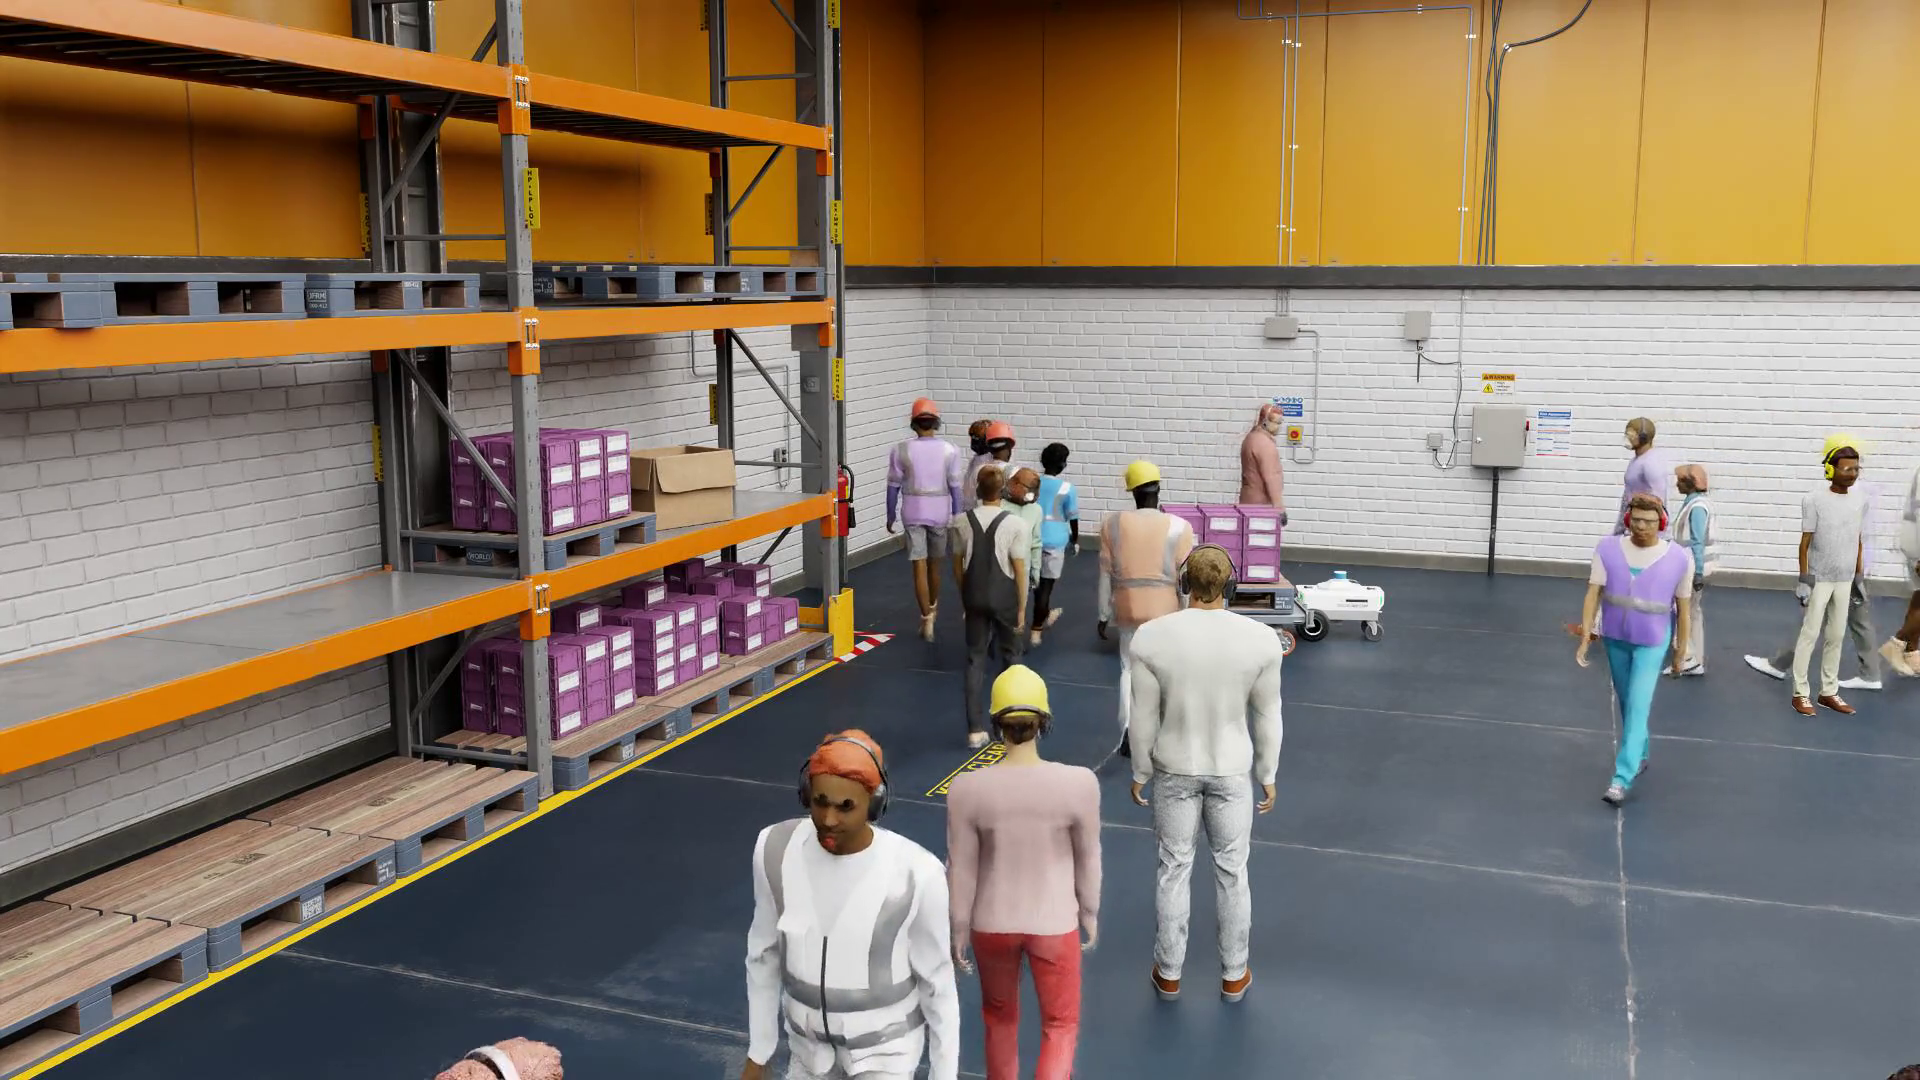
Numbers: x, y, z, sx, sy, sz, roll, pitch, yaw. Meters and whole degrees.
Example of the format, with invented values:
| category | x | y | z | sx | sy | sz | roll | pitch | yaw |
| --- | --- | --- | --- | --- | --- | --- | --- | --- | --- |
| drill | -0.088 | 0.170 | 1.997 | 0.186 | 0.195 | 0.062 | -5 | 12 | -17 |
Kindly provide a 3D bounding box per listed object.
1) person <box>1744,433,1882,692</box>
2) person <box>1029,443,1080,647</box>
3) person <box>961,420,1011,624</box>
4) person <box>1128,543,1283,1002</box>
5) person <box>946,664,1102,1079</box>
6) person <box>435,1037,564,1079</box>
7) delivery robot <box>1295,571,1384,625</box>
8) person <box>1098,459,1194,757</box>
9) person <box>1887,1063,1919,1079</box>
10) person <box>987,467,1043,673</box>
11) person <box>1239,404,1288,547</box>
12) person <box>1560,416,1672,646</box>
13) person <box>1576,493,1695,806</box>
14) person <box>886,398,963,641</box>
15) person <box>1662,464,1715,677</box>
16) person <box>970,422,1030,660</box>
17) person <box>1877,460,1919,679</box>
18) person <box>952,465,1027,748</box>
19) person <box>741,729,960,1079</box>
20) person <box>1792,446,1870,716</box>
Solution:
| category | x | y | z | sx | sy | sz | roll | pitch | yaw |
| --- | --- | --- | --- | --- | --- | --- | --- | --- | --- |
| person | 6.368 | 0.153 | 12.237 | 0.959 | 1.875 | 0.618 | 7 | 12 | 39 |
| person | 0.752 | 0.023 | 13.779 | 0.551 | 1.656 | 0.834 | 5 | 10 | 30 |
| person | 0.200 | -0.122 | 14.202 | 0.482 | 1.815 | 0.621 | -4 | 10 | -23 |
| person | 1.017 | 0.970 | 6.940 | 0.635 | 1.938 | 0.361 | 1 | 9 | 6 |
| person | 0.207 | 1.289 | 5.529 | 0.524 | 1.744 | 0.715 | 1 | 9 | 7 |
| person | -0.768 | 1.708 | 2.598 | 0.661 | 1.869 | 0.959 | 8 | 12 | 41 |
| delivery robot | 3.174 | 0.504 | 13.911 | 0.707 | 0.478 | 0.477 | 1 | 9 | 6 |
| person | 1.157 | 0.452 | 10.325 | 0.632 | 1.897 | 0.517 | 2 | 9 | 14 |
| person | 1.491 | 1.702 | 2.605 | 0.513 | 1.854 | 0.428 | -2 | 9 | -14 |
| person | 0.357 | 0.241 | 12.519 | 0.566 | 1.610 | 0.454 | -6 | 11 | -32 |
| person | 2.852 | -0.319 | 15.276 | 0.733 | 1.863 | 0.700 | 0 | 9 | 0 |
| person | 5.463 | -0.059 | 13.570 | 0.992 | 1.885 | 0.658 | 2 | 9 | 15 |
| person | 3.961 | 0.604 | 9.742 | 0.560 | 1.784 | 1.008 | 8 | 12 | 40 |
| person | -0.314 | -0.198 | 14.059 | 0.611 | 1.999 | 0.913 | -2 | 9 | -13 |
| person | 5.466 | 0.231 | 12.556 | 0.440 | 1.618 | 0.531 | 3 | 10 | 18 |
| person | 0.284 | 0.034 | 12.990 | 0.589 | 1.893 | 0.604 | 9 | 12 | 43 |
| person | 7.255 | 0.063 | 12.410 | 0.463 | 2.016 | 0.621 | 4 | 10 | 25 |
| person | 0.185 | 0.426 | 10.744 | 0.519 | 1.817 | 0.624 | 2 | 9 | 15 |
| person | -0.258 | 1.383 | 4.598 | 0.600 | 1.861 | 0.607 | 4 | 10 | 23 |
| person | 6.024 | 0.282 | 11.483 | 0.507 | 1.871 | 0.329 | -2 | 9 | -10 |
